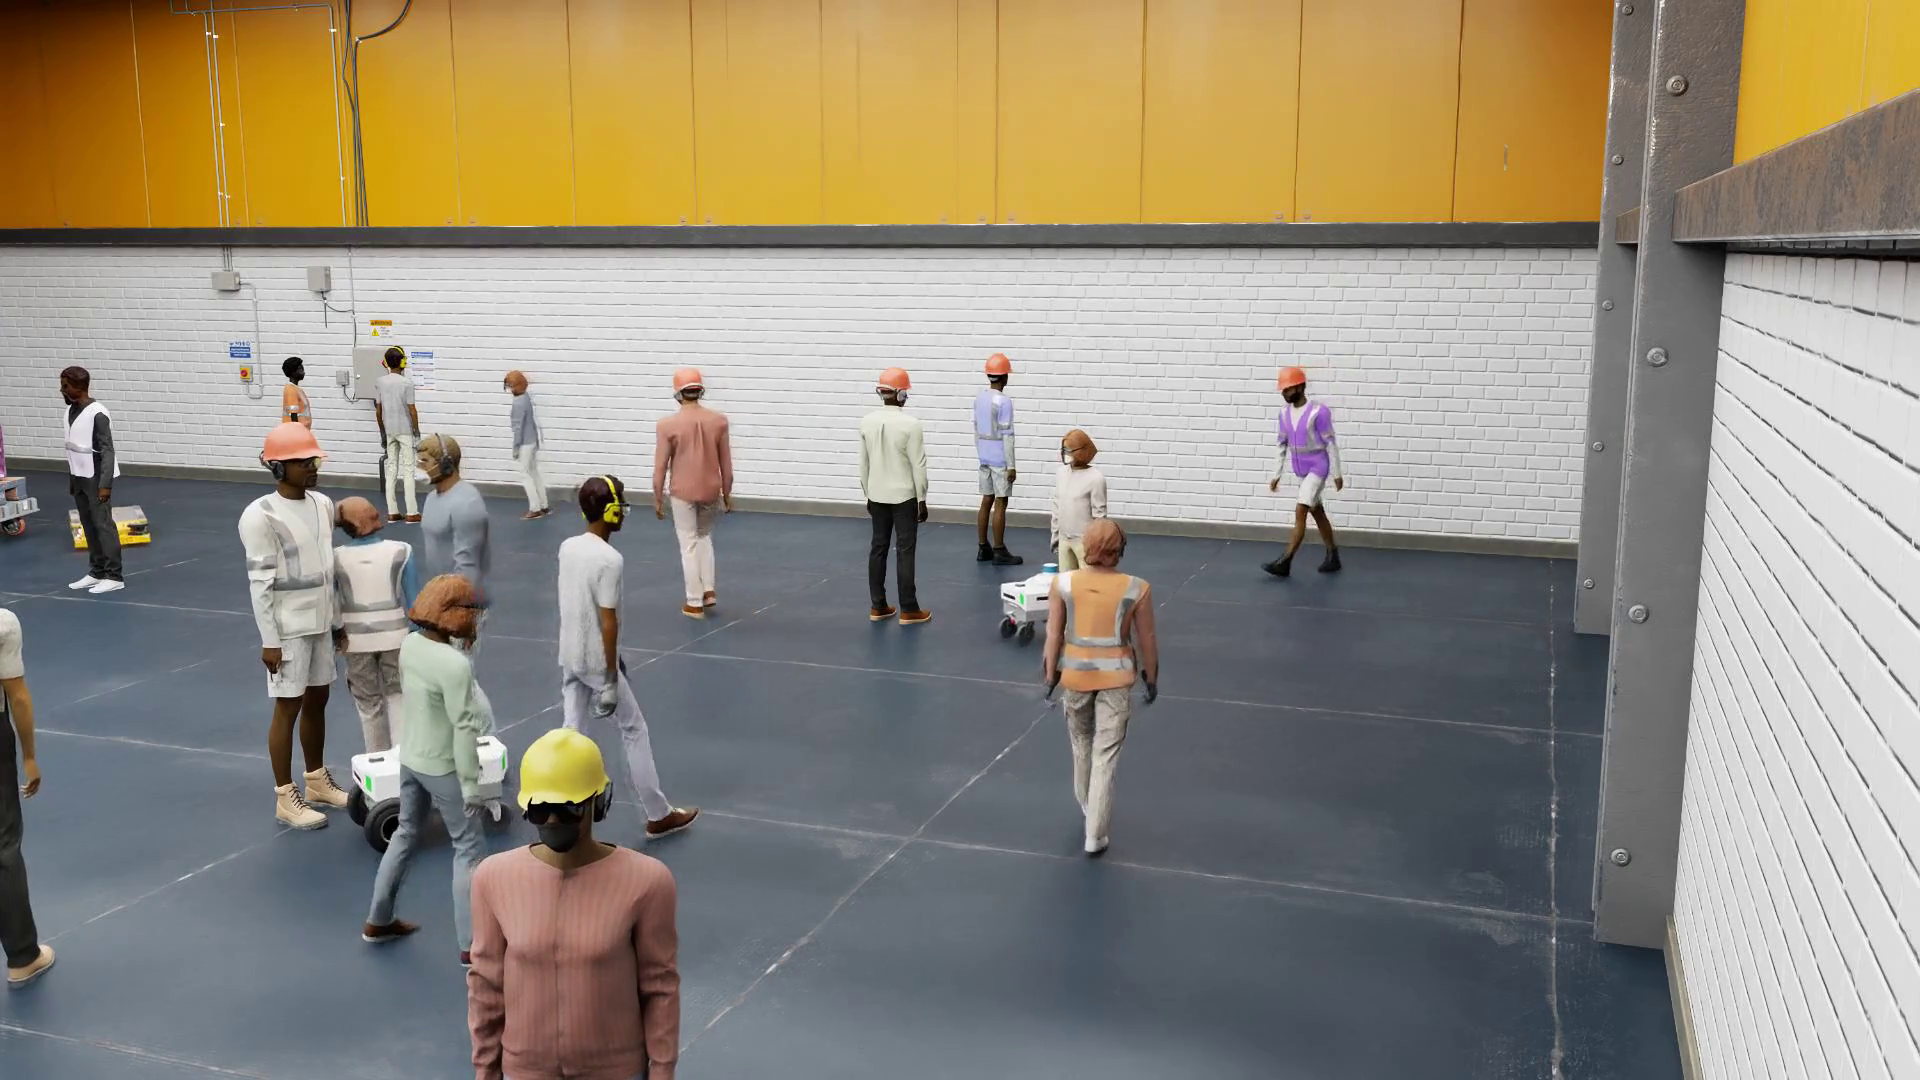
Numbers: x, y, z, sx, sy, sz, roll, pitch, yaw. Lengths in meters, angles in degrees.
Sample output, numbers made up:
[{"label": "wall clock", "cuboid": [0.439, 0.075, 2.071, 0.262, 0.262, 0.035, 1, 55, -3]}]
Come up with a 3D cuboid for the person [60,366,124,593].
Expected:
[{"label": "person", "cuboid": [-7.341, -0.514, 14.069, 0.597, 1.914, 0.371, 7, 13, 36]}]

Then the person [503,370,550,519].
[{"label": "person", "cuboid": [-4.646, -1.031, 17.838, 0.402, 1.604, 0.632, 0, 10, -2]}]

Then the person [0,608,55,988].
[{"label": "person", "cuboid": [-3.891, 0.864, 6.502, 0.508, 1.844, 0.336, -3, 10, -15]}]

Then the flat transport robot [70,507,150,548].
[{"label": "flat transport robot", "cuboid": [-8.523, -0.149, 16.640, 0.652, 0.197, 1.431, -6, 12, -29]}]

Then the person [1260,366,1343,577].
[{"label": "person", "cuboid": [3.037, -0.605, 14.736, 0.999, 1.855, 0.555, -6, 11, -29]}]

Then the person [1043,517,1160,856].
[{"label": "person", "cuboid": [0.713, 0.682, 8.182, 0.548, 1.600, 0.794, 3, 10, 16]}]

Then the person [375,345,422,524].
[{"label": "person", "cuboid": [-5.890, -1.107, 17.520, 0.526, 1.876, 0.324, 3, 11, 19]}]

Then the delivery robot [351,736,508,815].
[{"label": "delivery robot", "cuboid": [-2.625, 1.150, 8.261, 0.707, 0.478, 0.477, -6, 12, -30]}]

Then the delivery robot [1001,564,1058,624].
[{"label": "delivery robot", "cuboid": [0.667, 0.420, 12.350, 0.707, 0.478, 0.477, -6, 12, -27]}]

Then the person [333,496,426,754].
[{"label": "person", "cuboid": [-3.112, 0.563, 8.843, 0.543, 1.614, 0.411, -5, 11, -25]}]

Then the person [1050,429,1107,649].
[{"label": "person", "cuboid": [0.832, 0.021, 11.850, 0.278, 1.633, 0.497, -8, 13, -39]}]

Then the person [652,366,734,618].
[{"label": "person", "cuboid": [-2.134, -0.379, 13.111, 0.644, 1.979, 0.518, -7, 12, -34]}]

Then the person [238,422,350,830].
[{"label": "person", "cuboid": [-3.320, 0.424, 8.417, 0.370, 2.048, 0.607, 3, 10, 14]}]

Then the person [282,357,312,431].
[{"label": "person", "cuboid": [-7.345, -1.180, 18.434, 0.319, 1.697, 0.532, -4, 11, -20]}]

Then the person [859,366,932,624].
[{"label": "person", "cuboid": [-0.501, -0.343, 12.876, 0.612, 1.997, 0.376, 7, 12, 33]}]

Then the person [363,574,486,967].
[{"label": "person", "cuboid": [-2.143, 0.934, 6.806, 0.584, 1.615, 0.394, 10, 14, 43]}]

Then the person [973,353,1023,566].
[{"label": "person", "cuboid": [0.353, -0.738, 15.257, 0.353, 1.939, 0.551, -6, 12, -31]}]

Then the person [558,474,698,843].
[{"label": "person", "cuboid": [-1.667, 0.599, 8.041, 0.500, 1.827, 0.881, 8, 13, 39]}]

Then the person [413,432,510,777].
[{"label": "person", "cuboid": [-2.724, 0.379, 8.982, 0.394, 1.933, 0.666, -7, 12, -34]}]

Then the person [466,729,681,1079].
[{"label": "person", "cuboid": [-0.955, 1.323, 4.139, 0.524, 1.769, 0.315, 0, 10, -2]}]
